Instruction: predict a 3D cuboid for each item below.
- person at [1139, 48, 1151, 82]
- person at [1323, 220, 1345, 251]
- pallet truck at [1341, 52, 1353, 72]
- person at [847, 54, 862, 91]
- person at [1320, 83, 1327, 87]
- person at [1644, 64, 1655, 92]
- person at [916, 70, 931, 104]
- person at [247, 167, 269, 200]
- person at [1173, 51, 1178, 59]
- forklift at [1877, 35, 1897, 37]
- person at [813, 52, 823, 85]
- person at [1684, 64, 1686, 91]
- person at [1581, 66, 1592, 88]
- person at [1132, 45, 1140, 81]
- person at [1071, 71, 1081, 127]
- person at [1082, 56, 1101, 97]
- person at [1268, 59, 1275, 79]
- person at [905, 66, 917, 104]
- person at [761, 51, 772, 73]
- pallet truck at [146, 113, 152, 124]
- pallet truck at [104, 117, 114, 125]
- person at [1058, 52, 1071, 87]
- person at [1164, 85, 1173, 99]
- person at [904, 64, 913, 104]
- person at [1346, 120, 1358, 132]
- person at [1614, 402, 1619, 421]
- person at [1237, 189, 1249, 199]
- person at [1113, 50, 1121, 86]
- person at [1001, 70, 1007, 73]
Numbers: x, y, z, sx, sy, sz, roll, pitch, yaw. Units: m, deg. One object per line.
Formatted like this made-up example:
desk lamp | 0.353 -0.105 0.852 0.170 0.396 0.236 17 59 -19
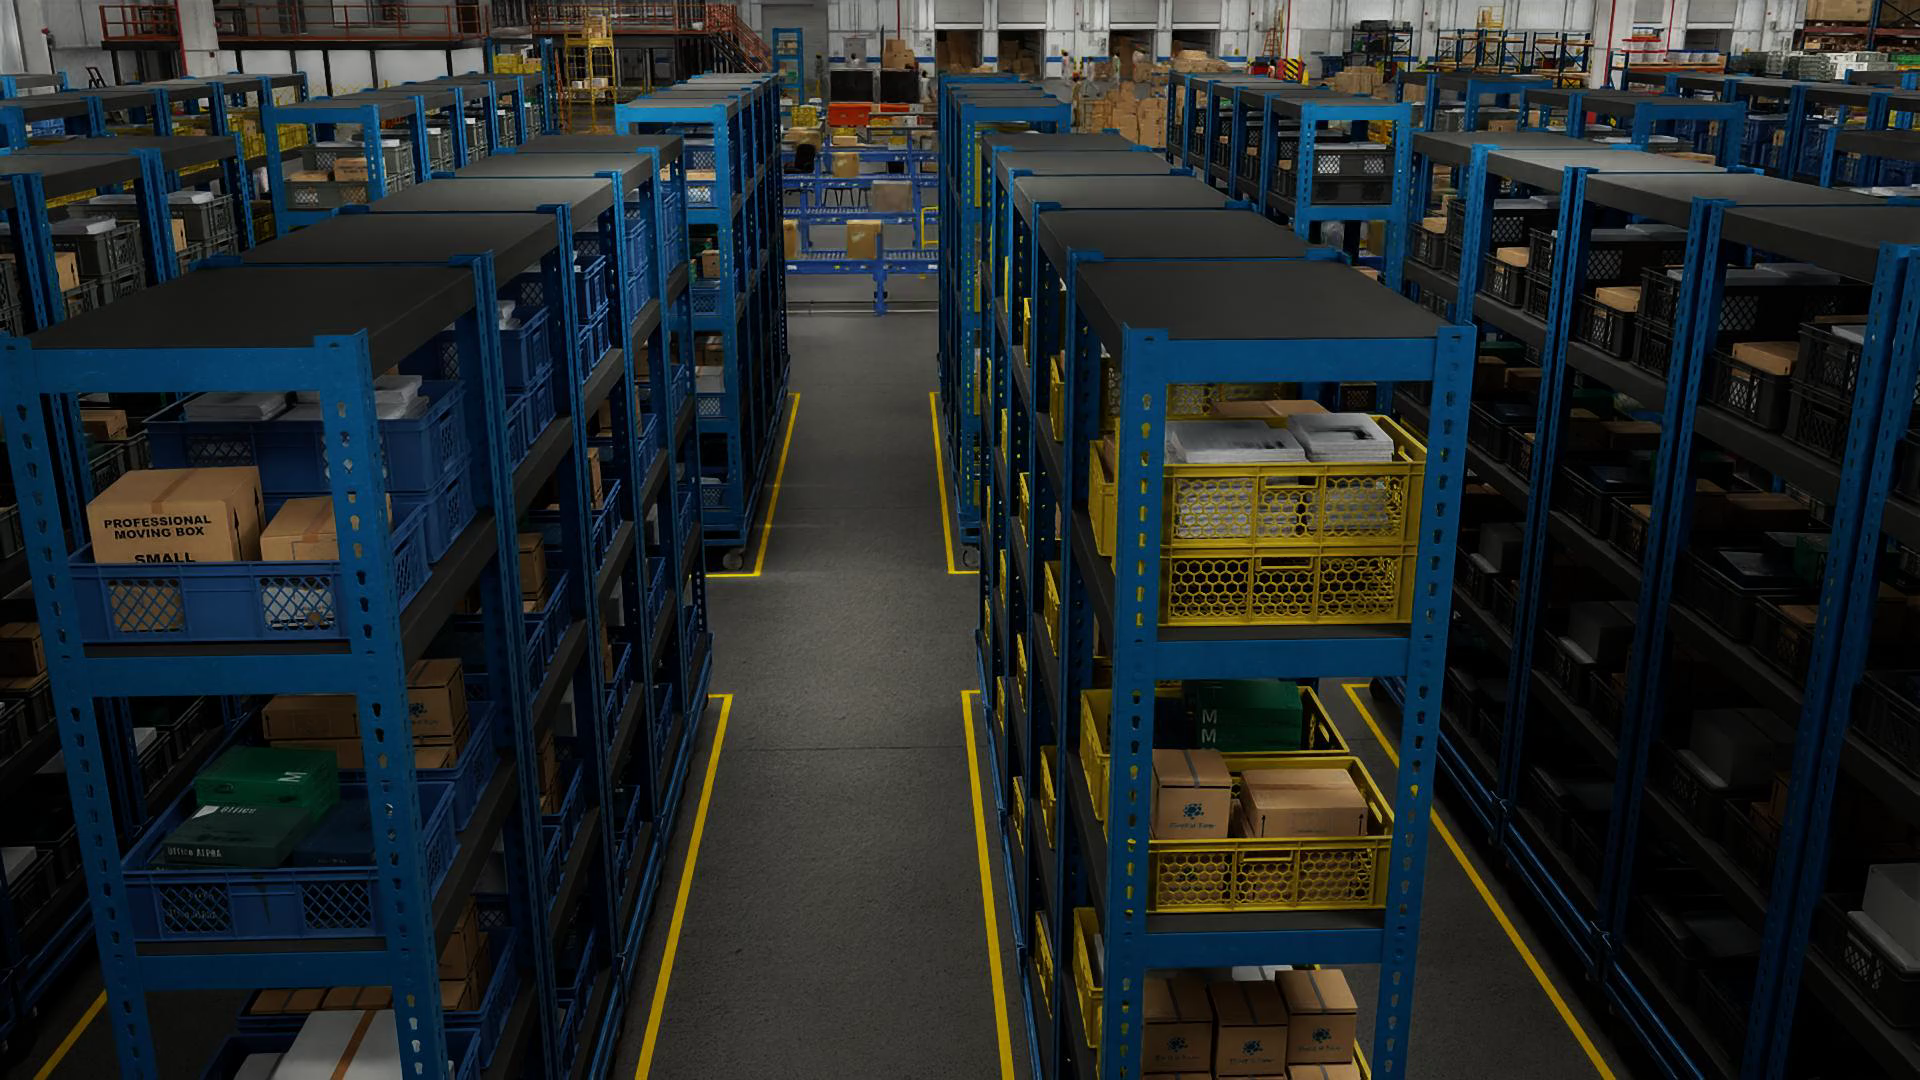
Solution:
person | 10.243 -26.752 93.655 0.972 1.885 0.602 -4 18 -13
person | 4.880 -3.472 21.527 0.462 1.931 0.644 5 19 15
pallet truck | 18.794 -23.123 82.231 0.823 1.965 1.885 -13 22 -35
person | -5.375 -23.604 83.973 0.987 1.828 0.574 9 20 26
person | 12.337 -14.687 56.636 0.545 1.689 0.328 5 19 16
person | 30.719 -20.405 74.015 0.581 1.877 0.357 -7 19 -21
person | -1.397 -17.061 63.737 0.560 1.839 0.710 -3 18 -10
person | -14.493 -7.577 34.287 0.672 1.890 0.464 -14 22 -36
person | 11.020 -24.140 85.519 0.913 1.900 0.569 -17 24 -42
forklift | 44.184 -22.804 79.832 1.129 2.768 1.873 -1 18 -2
person | -7.692 -25.490 89.995 0.508 1.709 0.798 7 19 22
person | 32.210 -20.458 74.097 0.592 1.925 0.385 10 21 29
person | 23.794 -16.908 62.929 0.704 2.000 0.536 0 18 0
person | 10.070 -27.246 94.994 0.395 1.992 0.622 -6 19 -19
person | 4.152 -15.872 59.896 0.368 1.937 0.549 -6 19 -17
person | 6.218 -21.868 78.500 0.861 1.907 0.645 -5 18 -14
person | 15.044 -22.380 80.431 0.321 1.694 0.534 12 22 33
person | -1.886 -17.437 64.702 0.699 1.949 0.627 16 24 41
person | -10.199 -24.771 87.505 0.641 1.891 1.020 16 24 40
pallet truck | -18.087 -8.309 36.390 1.885 1.965 0.823 -1 18 -4
pallet truck | -18.367 -7.885 35.078 1.885 1.965 0.823 1 18 2
person | 5.561 -25.078 88.586 0.616 1.803 0.856 -11 21 -30
person | 7.241 -14.942 57.118 0.717 1.890 0.375 4 18 12
person | -2.197 -19.141 70.155 0.345 1.846 0.508 9 20 25
person | 12.086 -12.862 51.126 0.507 1.596 0.839 -1 18 -4
person | 4.259 -0.104 11.284 0.431 1.818 0.628 -3 18 -9
person | 4.311 -4.918 26.282 0.654 1.745 0.553 -3 18 -9
person | 8.468 -25.469 89.743 0.429 1.841 0.636 2 18 7
person | 1.602 -16.686 62.489 0.902 1.880 0.604 -5 18 -14
